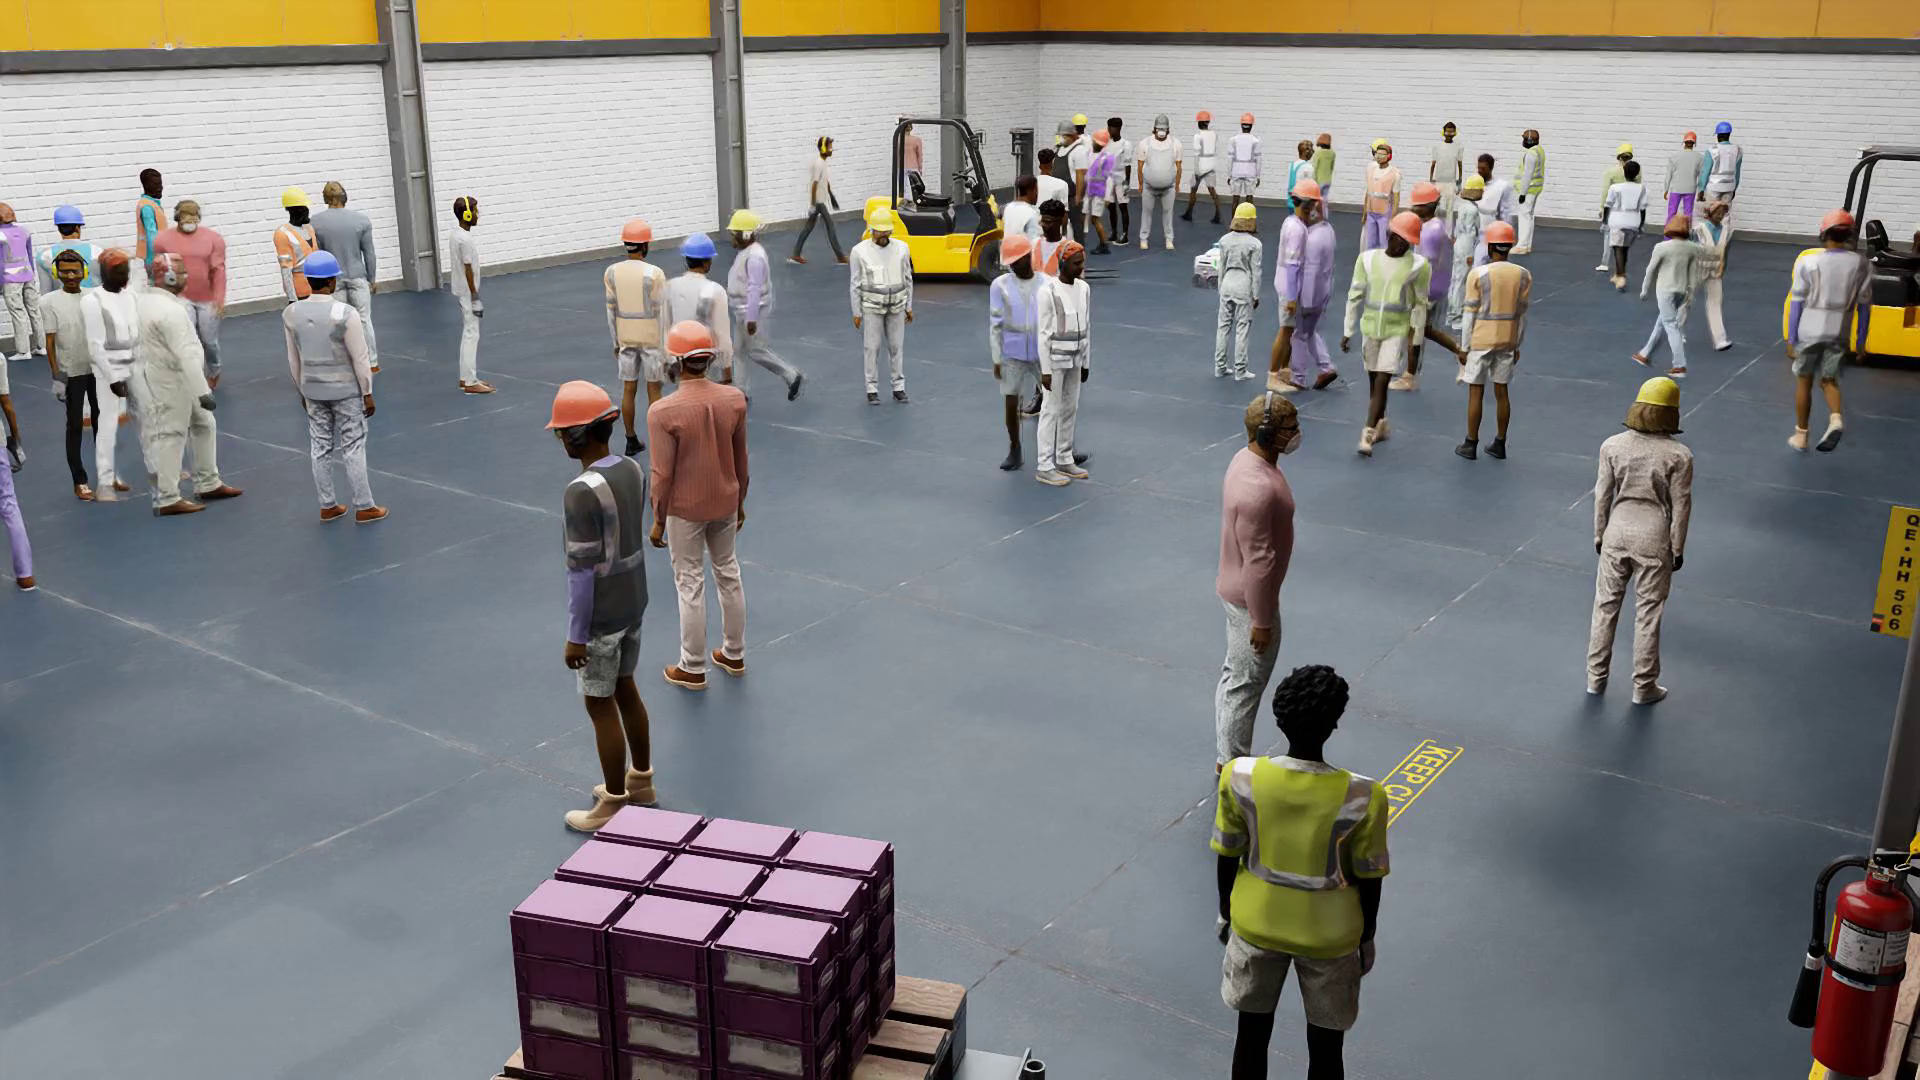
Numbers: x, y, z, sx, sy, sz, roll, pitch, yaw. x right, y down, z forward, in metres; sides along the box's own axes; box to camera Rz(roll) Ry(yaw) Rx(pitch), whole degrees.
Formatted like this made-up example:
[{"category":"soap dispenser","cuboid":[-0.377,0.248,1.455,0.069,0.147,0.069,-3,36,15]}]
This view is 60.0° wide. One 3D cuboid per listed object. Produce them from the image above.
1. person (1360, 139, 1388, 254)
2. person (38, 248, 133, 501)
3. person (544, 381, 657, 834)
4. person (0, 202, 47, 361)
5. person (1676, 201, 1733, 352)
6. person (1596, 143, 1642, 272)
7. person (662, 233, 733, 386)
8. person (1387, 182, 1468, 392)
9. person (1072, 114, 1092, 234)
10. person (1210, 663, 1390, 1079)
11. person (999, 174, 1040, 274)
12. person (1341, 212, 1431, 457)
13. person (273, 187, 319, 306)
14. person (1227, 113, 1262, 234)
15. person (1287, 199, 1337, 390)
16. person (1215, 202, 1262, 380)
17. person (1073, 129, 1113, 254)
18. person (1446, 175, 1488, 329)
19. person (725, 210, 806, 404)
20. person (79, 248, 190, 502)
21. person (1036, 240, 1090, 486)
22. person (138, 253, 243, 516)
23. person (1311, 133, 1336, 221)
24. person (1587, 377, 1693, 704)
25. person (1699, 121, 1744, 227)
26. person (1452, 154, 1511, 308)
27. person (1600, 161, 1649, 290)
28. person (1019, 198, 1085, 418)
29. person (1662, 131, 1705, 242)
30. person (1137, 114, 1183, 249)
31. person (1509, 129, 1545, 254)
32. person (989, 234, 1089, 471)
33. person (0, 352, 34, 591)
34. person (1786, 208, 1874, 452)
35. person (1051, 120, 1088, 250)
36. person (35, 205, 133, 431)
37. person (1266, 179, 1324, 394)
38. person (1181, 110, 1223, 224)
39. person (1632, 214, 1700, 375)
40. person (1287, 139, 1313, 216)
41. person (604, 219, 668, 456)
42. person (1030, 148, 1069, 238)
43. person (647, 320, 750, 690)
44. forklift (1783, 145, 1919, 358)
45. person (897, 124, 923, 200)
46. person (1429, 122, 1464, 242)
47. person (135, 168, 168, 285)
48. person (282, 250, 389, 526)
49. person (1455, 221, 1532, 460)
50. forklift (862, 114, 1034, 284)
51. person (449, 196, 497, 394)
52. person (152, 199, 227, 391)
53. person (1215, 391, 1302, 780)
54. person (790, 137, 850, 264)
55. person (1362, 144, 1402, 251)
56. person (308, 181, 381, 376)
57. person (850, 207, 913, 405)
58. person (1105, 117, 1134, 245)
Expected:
[{"category":"person","cuboid":[5.980,-4.874,23.945,0.311,1.768,0.533,-1,18,-3]},{"category":"person","cuboid":[-6.526,-1.239,12.421,0.335,1.865,0.519,11,21,31]},{"category":"person","cuboid":[-1.586,0.301,7.344,0.409,2.029,0.612,4,18,11]},{"category":"person","cuboid":[-9.825,-2.688,17.314,0.309,1.640,0.512,4,18,14]},{"category":"person","cuboid":[8.015,-2.834,17.853,0.520,1.583,0.898,-1,18,-4]},{"category":"person","cuboid":[9.172,-4.622,23.160,0.532,1.768,0.311,0,18,-1]},{"category":"person","cuboid":[-2.054,-1.381,12.787,0.619,1.920,0.853,12,21,33]},{"category":"person","cuboid":[4.517,-2.359,15.697,0.824,2.012,0.624,6,19,17]},{"category":"person","cuboid":[1.933,-5.904,26.907,0.367,1.927,0.590,8,19,23]},{"category":"person","cuboid":[1.027,1.188,5.095,0.535,1.697,0.322,8,19,22]},{"category":"person","cuboid":[0.665,-2.868,17.452,0.454,1.901,0.616,-8,20,-24]},{"category":"person","cuboid":[3.438,-1.675,13.598,0.639,1.979,0.980,11,21,31]},{"category":"person","cuboid":[-6.279,-2.399,15.939,0.363,1.930,0.587,2,18,7]},{"category":"person","cuboid":[4.619,-5.945,27.024,0.551,1.932,0.378,5,18,15]},{"category":"person","cuboid":[3.367,-2.332,15.827,0.531,1.886,0.665,10,20,28]},{"category":"person","cuboid":[2.762,-2.454,16.431,0.479,1.733,0.332,14,23,37]},{"category":"person","cuboid":[1.951,-5.130,24.603,0.625,1.867,0.661,16,24,41]},{"category":"person","cuboid":[5.813,-3.296,19.046,0.314,1.744,0.487,1,18,4]},{"category":"person","cuboid":[-1.844,-2.114,15.236,0.727,1.812,0.595,-5,18,-16]},{"category":"person","cuboid":[-6.298,-1.258,12.501,0.405,1.865,0.818,4,18,13]},{"category":"person","cuboid":[0.797,-1.359,12.781,0.351,1.878,0.568,17,24,42]},{"category":"person","cuboid":[-5.563,-1.125,12.029,0.750,1.881,0.659,-10,20,-29]},{"category":"person","cuboid":[5.874,-5.807,27.114,0.523,1.625,0.308,-11,21,-31]},{"category":"person","cuboid":[3.576,0.002,8.746,0.484,1.735,0.311,15,23,38]},{"category":"person","cuboid":[11.356,-5.268,24.904,0.605,1.939,0.416,-2,18,-6]},{"category":"person","cuboid":[6.323,-3.750,20.273,1.009,1.859,0.618,-13,22,-35]},{"category":"person","cuboid":[8.702,-4.112,21.754,0.535,1.659,0.862,0,18,0]},{"category":"person","cuboid":[0.809,-2.029,14.724,0.607,1.966,0.367,13,22,36]},{"category":"person","cuboid":[11.206,-5.436,25.756,0.579,1.739,0.386,4,18,12]},{"category":"person","cuboid":[3.029,-5.438,25.265,0.684,2.000,0.536,1,18,3]},{"category":"person","cuboid":[8.497,-5.211,24.908,0.428,1.831,0.631,9,20,26]},{"category":"person","cuboid":[0.629,-1.465,13.100,0.801,1.890,0.378,-2,18,-5]},{"category":"person","cuboid":[-6.093,-0.560,10.304,0.511,1.862,0.325,-11,21,-32]},{"category":"person","cuboid":[7.078,-1.672,13.564,0.615,2.007,0.731,3,18,9]},{"category":"person","cuboid":[1.549,-5.055,24.067,0.536,2.000,0.709,-9,20,-25]},{"category":"person","cuboid":[-7.590,-1.913,14.406,0.605,1.938,0.412,-8,19,-24]},{"category":"person","cuboid":[3.174,-2.380,15.729,0.423,2.029,0.699,3,18,10]},{"category":"person","cuboid":[4.190,-6.382,28.463,0.543,1.896,0.986,-9,20,-25]},{"category":"person","cuboid":[7.149,-2.476,16.744,0.493,1.573,0.873,-5,18,-15]},{"category":"person","cuboid":[4.670,-4.558,22.839,0.345,1.841,0.510,-7,19,-21]},{"category":"person","cuboid":[-2.586,-1.630,13.521,0.546,1.938,0.361,5,19,17]},{"category":"person","cuboid":[1.018,-3.722,20.041,0.603,1.957,0.386,5,18,16]},{"category":"person","cuboid":[-1.396,-0.182,8.901,0.613,1.994,0.381,-16,24,-42]},{"category":"forklift","cuboid":[9.803,-2.879,17.013,2.313,2.155,1.214,12,21,33]},{"category":"person","cuboid":[-0.902,-6.402,28.736,0.522,1.762,0.320,-1,18,-4]},{"category":"person","cuboid":[7.627,-5.615,26.117,0.506,1.862,0.327,3,18,10]},{"category":"person","cuboid":[-8.677,-3.035,17.952,0.393,1.916,0.590,-8,19,-22]},{"category":"person","cuboid":[-4.405,-1.055,11.705,0.605,1.949,0.384,4,18,12]},{"category":"person","cuboid":[4.304,-1.609,13.483,0.539,1.929,0.396,-4,18,-11]},{"category":"forklift","cuboid":[-0.171,-4.594,22.377,2.313,2.155,1.214,1,18,3]},{"category":"person","cuboid":[-4.673,-2.325,15.832,0.320,1.859,0.515,-8,19,-23]},{"category":"person","cuboid":[-7.149,-2.251,15.548,0.630,1.896,0.836,-8,20,-25]},{"category":"person","cuboid":[1.349,0.276,7.564,0.368,1.935,0.632,2,18,6]},{"category":"person","cuboid":[-2.005,-4.839,23.773,0.987,1.813,0.492,-1,18,-4]},{"category":"person","cuboid":[5.567,-4.301,22.017,0.387,1.849,0.566,-12,21,-32]},{"category":"person","cuboid":[-6.087,-2.566,16.453,0.628,1.937,0.378,-6,19,-18]},{"category":"person","cuboid":[-0.710,-2.156,15.362,0.602,1.821,0.403,-7,19,-21]},{"category":"person","cuboid":[2.432,-5.570,25.822,0.393,1.957,0.608,-12,21,-33]}]
